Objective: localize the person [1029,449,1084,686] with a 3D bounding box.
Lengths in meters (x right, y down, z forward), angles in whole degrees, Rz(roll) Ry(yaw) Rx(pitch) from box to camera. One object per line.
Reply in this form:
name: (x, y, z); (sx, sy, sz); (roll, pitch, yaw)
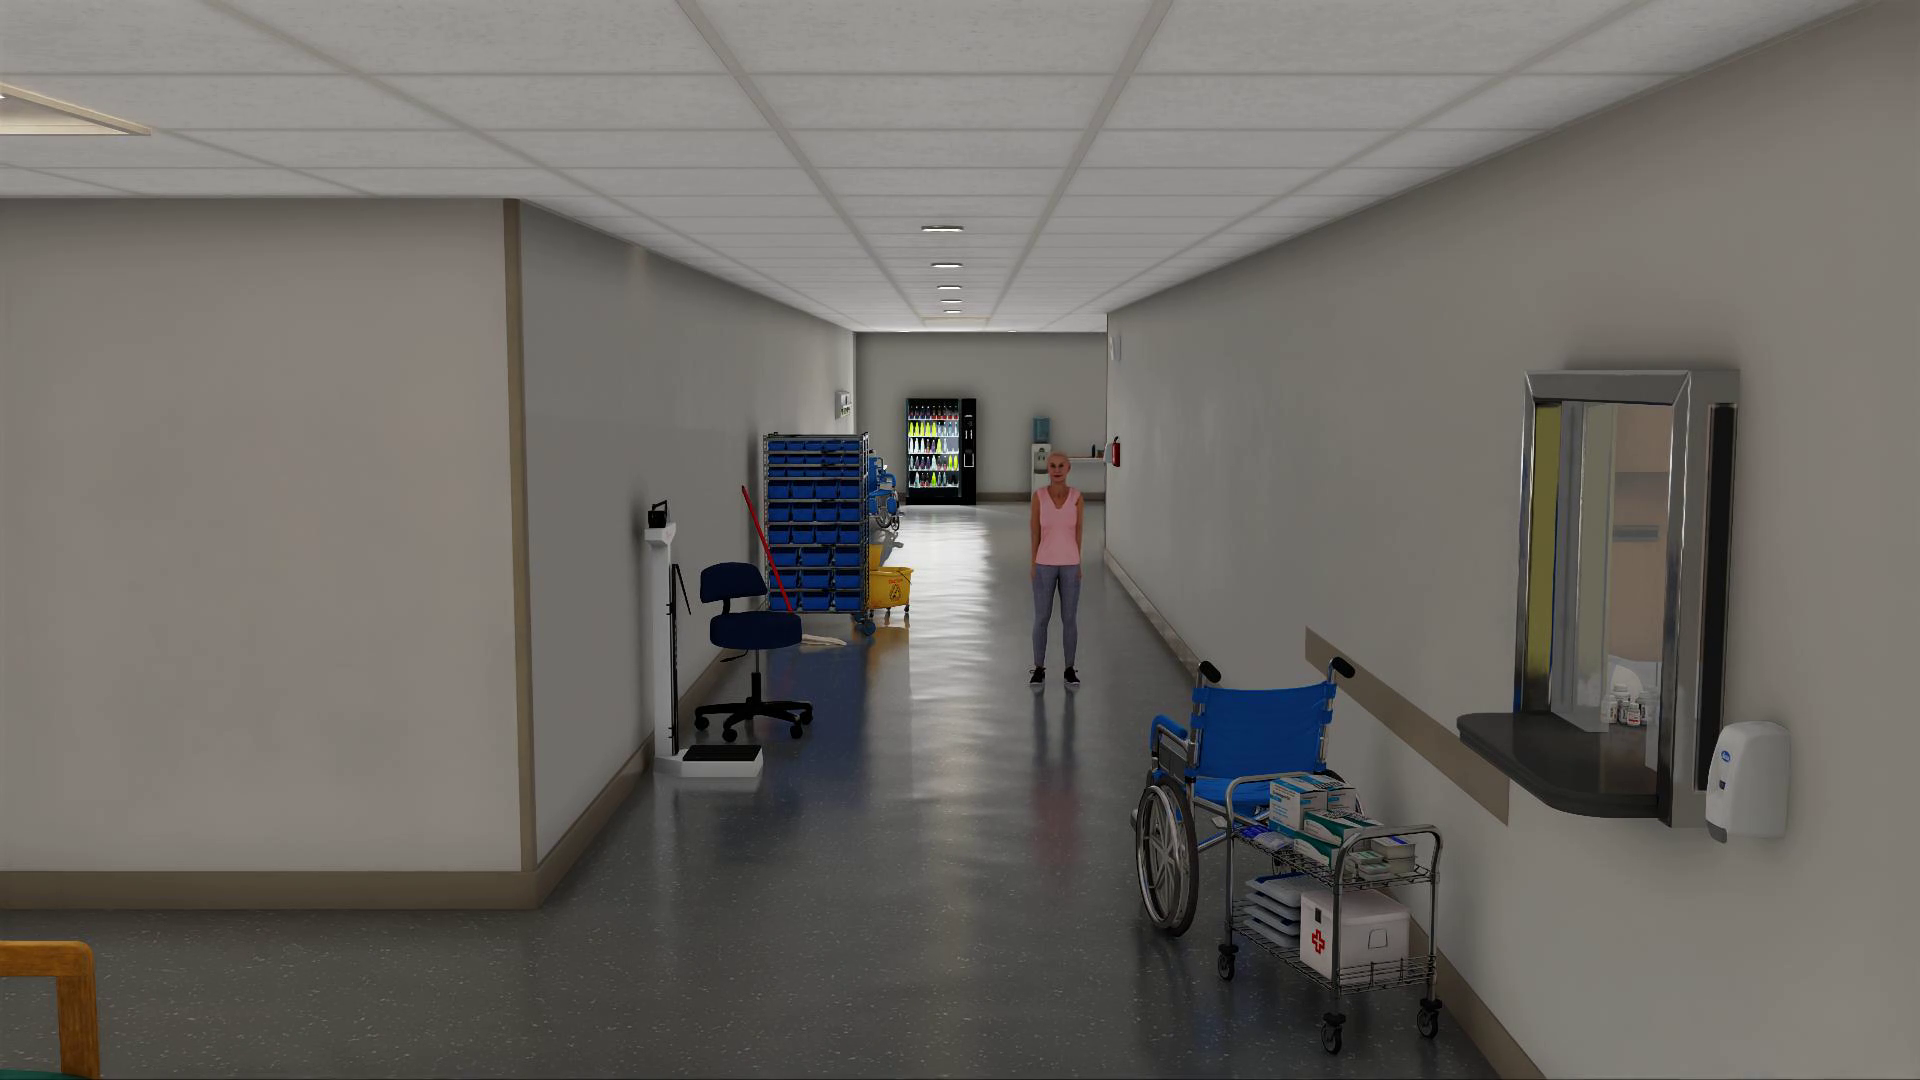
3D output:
person: (0.708, 0.192, 12.191); (0.461, 1.726, 0.607); (0, 6, -2)
